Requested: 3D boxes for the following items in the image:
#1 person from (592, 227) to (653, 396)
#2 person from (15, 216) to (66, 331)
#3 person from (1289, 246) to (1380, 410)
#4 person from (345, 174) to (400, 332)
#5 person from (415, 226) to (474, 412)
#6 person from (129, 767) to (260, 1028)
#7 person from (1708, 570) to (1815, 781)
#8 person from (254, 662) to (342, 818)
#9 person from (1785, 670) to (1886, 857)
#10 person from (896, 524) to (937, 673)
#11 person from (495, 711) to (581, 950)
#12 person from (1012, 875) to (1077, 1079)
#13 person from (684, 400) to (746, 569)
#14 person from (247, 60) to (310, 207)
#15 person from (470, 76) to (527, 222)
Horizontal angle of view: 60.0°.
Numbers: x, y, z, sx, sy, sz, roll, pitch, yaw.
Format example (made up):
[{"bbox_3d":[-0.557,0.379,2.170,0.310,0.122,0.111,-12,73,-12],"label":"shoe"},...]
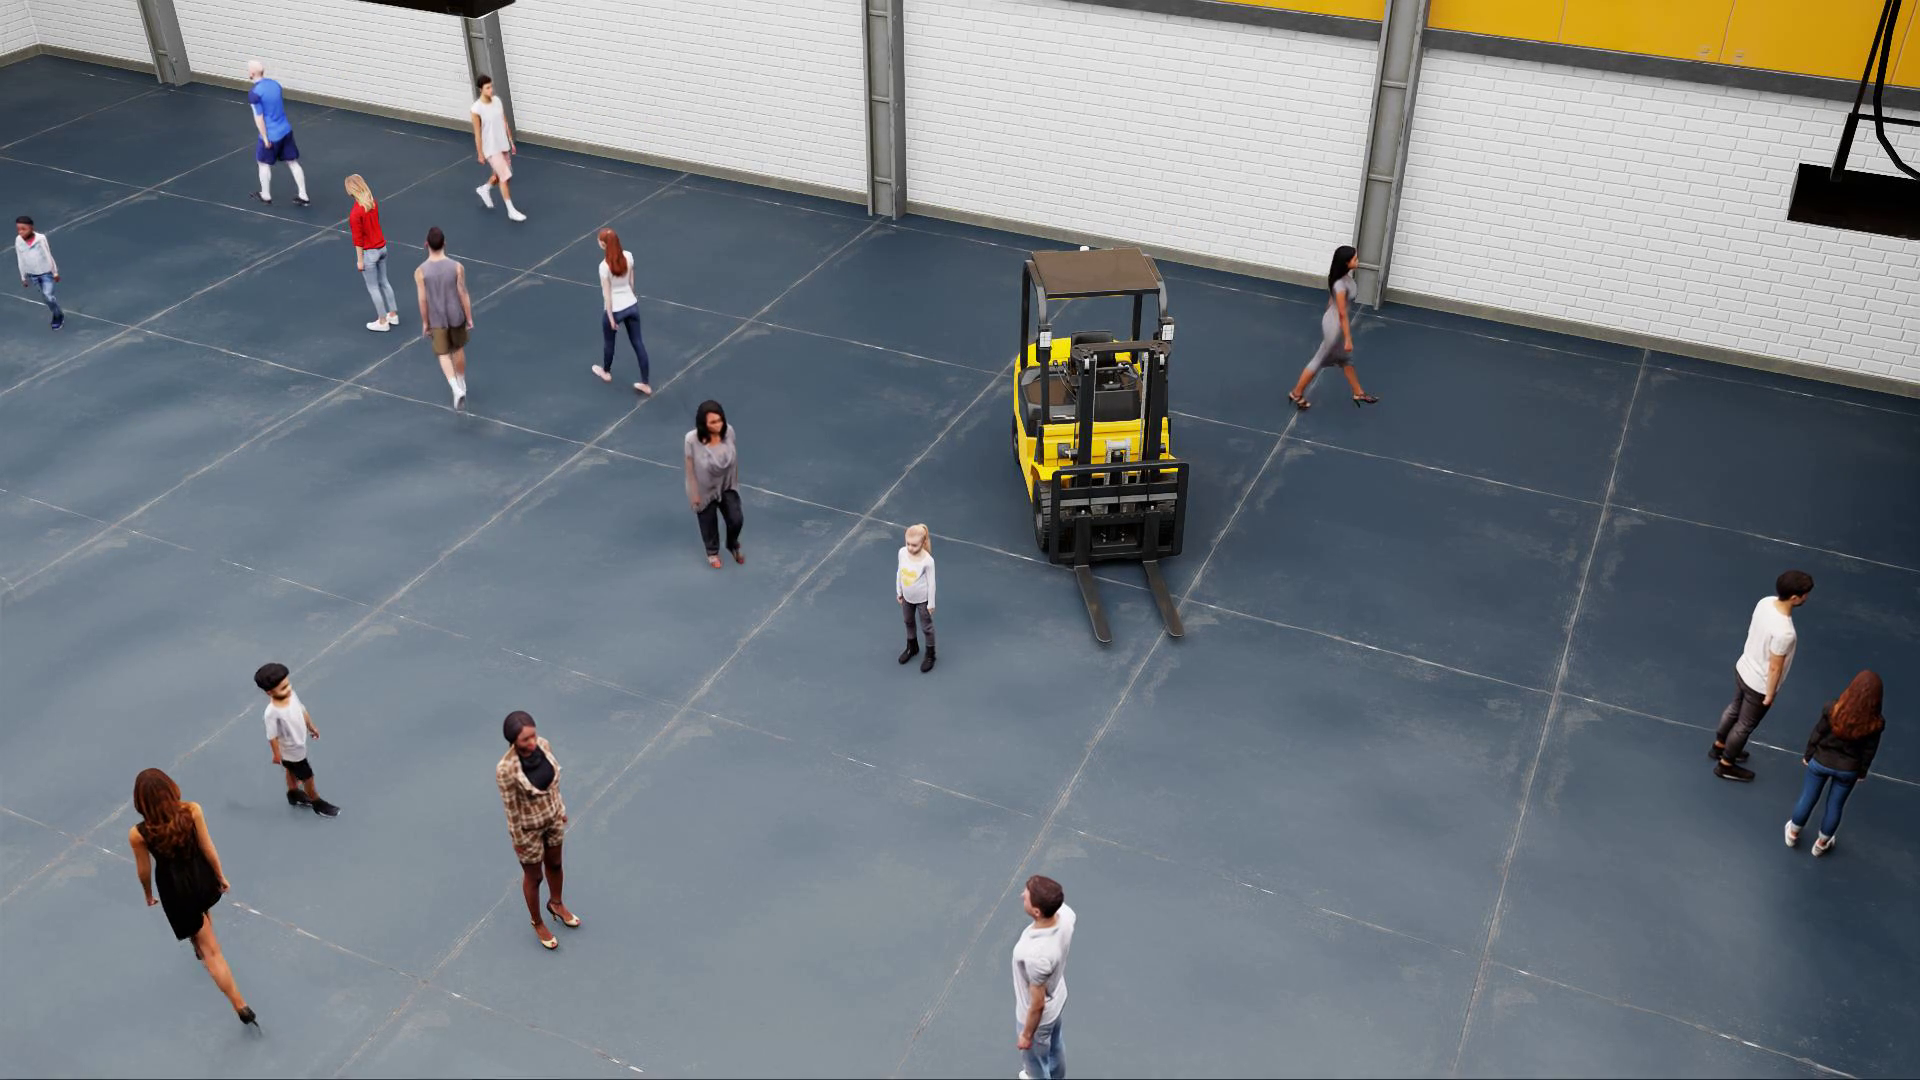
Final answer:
[{"bbox_3d":[-3.271,-2.218,16.416,0.814,1.704,1.063,-27,42,-34],"label":"person"},{"bbox_3d":[-9.858,-2.912,17.874,0.596,1.246,0.652,0,34,0],"label":"person"},{"bbox_3d":[3.512,-1.997,16.057,1.165,1.734,0.802,6,34,9],"label":"person"},{"bbox_3d":[-6.238,-3.046,17.666,0.608,1.699,0.669,7,34,10],"label":"person"},{"bbox_3d":[-4.943,-2.106,16.007,1.019,1.828,1.127,-14,36,-20],"label":"person"},{"bbox_3d":[-4.495,2.146,9.777,0.879,1.786,1.197,-26,42,-33],"label":"person"},{"bbox_3d":[5.608,0.924,11.677,0.638,1.717,0.674,3,34,5],"label":"person"},{"bbox_3d":[-4.669,1.361,11.449,0.725,1.243,0.595,4,34,5],"label":"person"},{"bbox_3d":[5.826,1.477,11.058,0.445,1.481,0.605,15,37,22],"label":"person"},{"bbox_3d":[-0.327,0.424,12.829,0.460,1.274,0.579,20,39,27],"label":"person"},{"bbox_3d":[-2.628,1.779,10.321,0.585,1.795,0.608,20,38,27],"label":"person"},{"bbox_3d":[0.452,2.546,9.115,0.544,1.851,0.663,12,36,18],"label":"person"},{"bbox_3d":[-2.098,-0.506,13.944,0.768,1.591,0.822,-16,37,-23],"label":"person"},{"bbox_3d":[-8.361,-4.974,20.467,0.953,1.810,0.665,15,36,21],"label":"person"},{"bbox_3d":[-5.701,-4.785,20.228,1.082,1.760,0.664,16,37,23],"label":"person"}]
